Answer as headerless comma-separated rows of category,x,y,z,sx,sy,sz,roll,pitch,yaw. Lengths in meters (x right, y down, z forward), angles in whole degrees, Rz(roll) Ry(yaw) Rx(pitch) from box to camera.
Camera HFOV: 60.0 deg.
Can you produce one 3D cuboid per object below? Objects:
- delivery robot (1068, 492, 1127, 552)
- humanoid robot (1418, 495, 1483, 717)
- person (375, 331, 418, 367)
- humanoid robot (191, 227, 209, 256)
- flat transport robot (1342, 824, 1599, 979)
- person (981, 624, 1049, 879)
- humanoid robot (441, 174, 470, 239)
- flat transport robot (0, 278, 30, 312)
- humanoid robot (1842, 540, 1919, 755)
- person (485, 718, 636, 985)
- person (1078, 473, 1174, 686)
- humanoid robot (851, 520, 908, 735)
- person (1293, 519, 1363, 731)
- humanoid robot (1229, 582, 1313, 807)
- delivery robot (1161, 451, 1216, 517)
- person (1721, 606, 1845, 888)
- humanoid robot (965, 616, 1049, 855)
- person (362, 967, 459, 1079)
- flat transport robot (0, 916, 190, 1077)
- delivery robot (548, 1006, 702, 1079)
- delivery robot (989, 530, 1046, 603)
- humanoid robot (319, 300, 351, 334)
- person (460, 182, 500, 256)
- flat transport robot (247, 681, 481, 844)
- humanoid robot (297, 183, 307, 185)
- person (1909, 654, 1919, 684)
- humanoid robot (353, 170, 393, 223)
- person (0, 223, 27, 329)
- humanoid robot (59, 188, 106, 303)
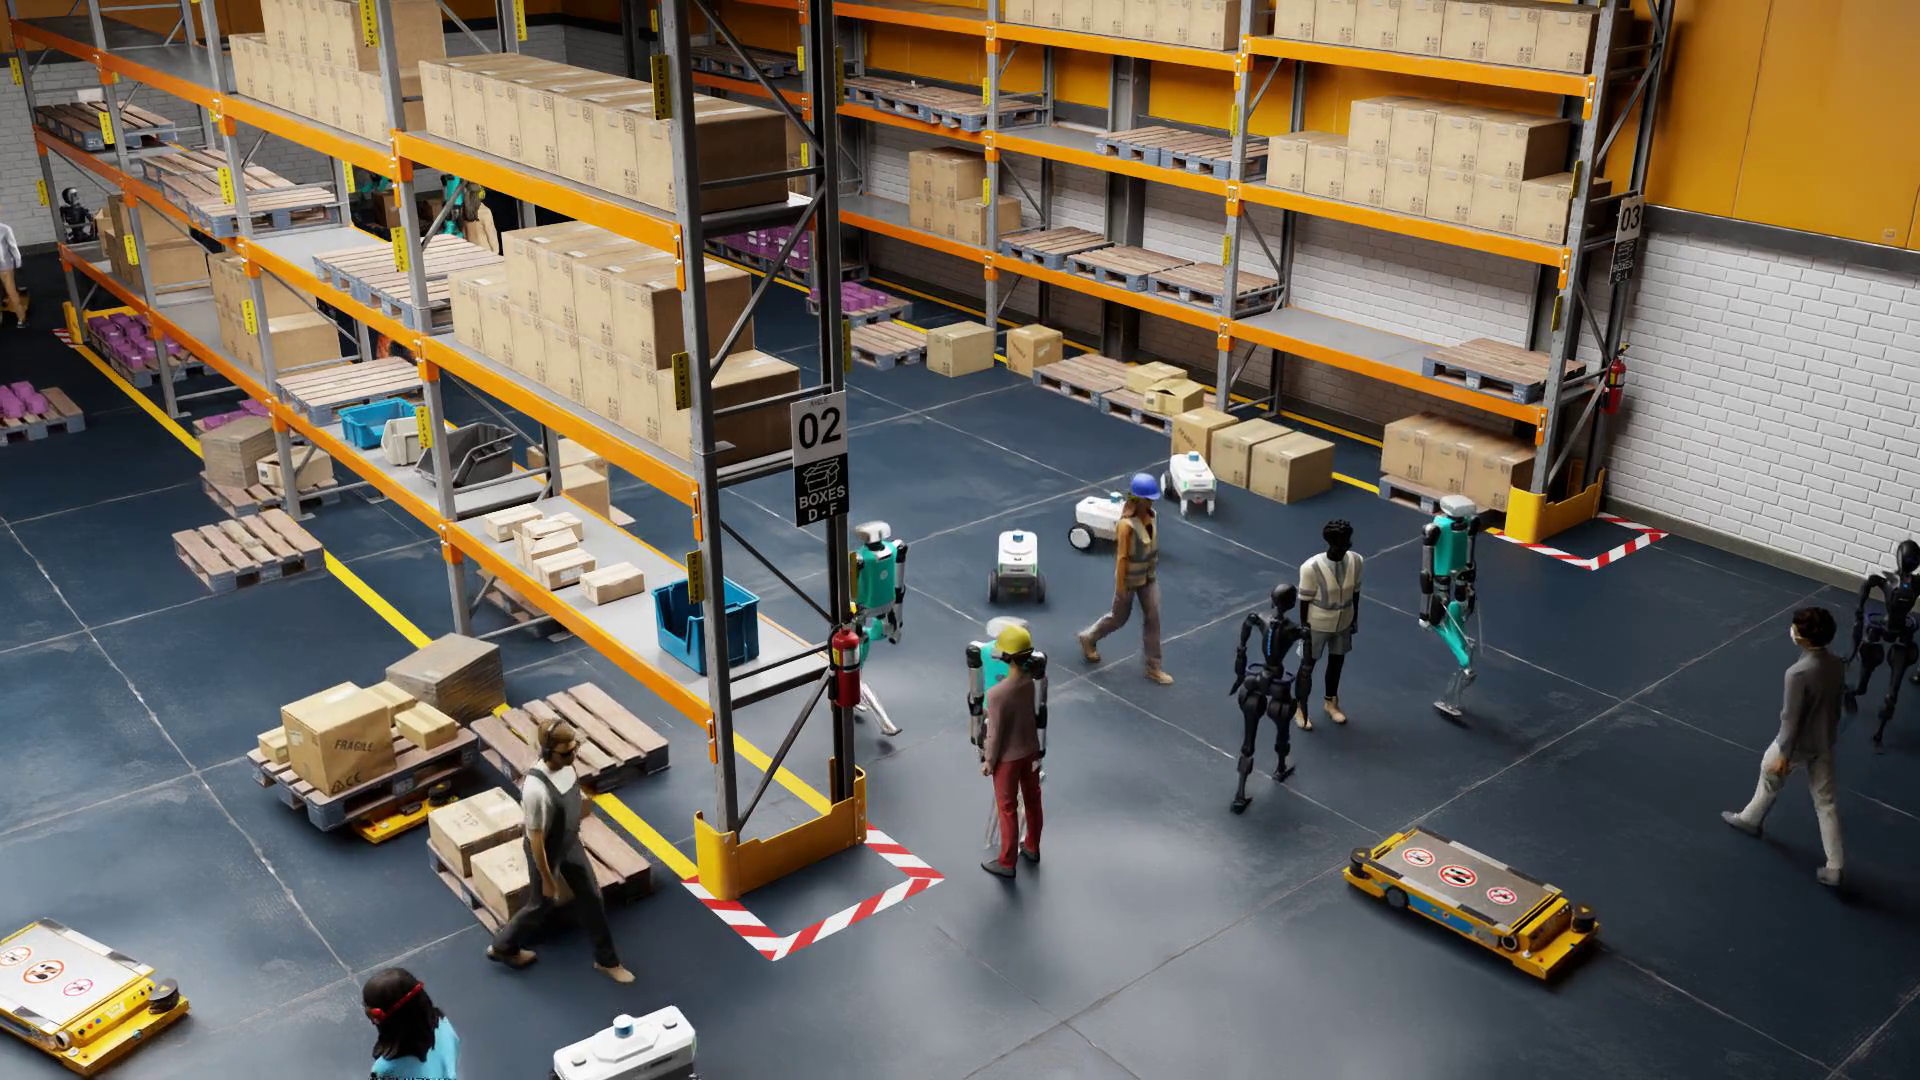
delivery robot,1.442,-0.155,15.648,0.802,0.600,0.499,14,27,30
humanoid robot,3.778,0.587,12.462,0.542,1.803,0.788,-13,27,-28
person,-6.826,-2.654,19.956,0.936,1.718,0.503,6,24,14
humanoid robot,-10.830,-4.079,23.263,0.865,1.771,0.531,-2,23,-5
flat transport robot,3.198,2.235,10.467,0.659,0.231,1.431,-21,31,-39
person,0.347,1.340,10.651,0.523,1.768,0.306,-21,31,-40
humanoid robot,-7.550,-4.572,24.482,0.548,1.846,0.793,14,27,29
flat transport robot,-13.844,-3.292,23.265,1.431,0.231,0.659,-10,25,-22
humanoid robot,6.860,0.711,12.262,0.607,1.628,0.691,7,24,15
person,-2.400,1.793,9.590,0.879,1.805,0.522,8,25,18
person,1.335,0.265,13.167,0.817,1.751,0.473,20,31,39
humanoid robot,-0.737,0.616,12.352,0.550,1.735,1.004,-19,29,-36
person,2.744,0.618,12.418,0.535,1.690,0.318,-8,25,-18
humanoid robot,2.135,1.036,11.544,0.603,1.631,0.790,14,27,30
delivery robot,2.324,-0.592,16.679,0.499,0.614,0.808,-2,23,-4
person,5.480,1.282,10.696,0.598,1.840,1.026,-8,25,-18
humanoid robot,0.373,1.273,10.892,0.546,1.839,0.655,9,25,21
person,-2.365,2.713,7.368,0.471,1.846,0.511,9,25,20
flat transport robot,-5.211,2.606,9.609,1.431,0.231,0.659,13,26,27
delivery robot,-1.782,2.804,8.813,0.815,0.614,0.499,-15,27,-31
delivery robot,0.513,0.226,14.778,0.499,0.610,0.788,1,23,2
humanoid robot,-8.494,-3.571,22.204,0.779,1.629,0.609,10,25,23
person,-6.559,-3.961,22.794,0.555,1.877,0.406,12,26,25
flat transport robot,-4.217,1.686,11.740,1.431,0.231,0.659,20,30,38
humanoid robot,-9.371,-4.340,23.963,0.729,1.625,0.589,-3,24,-8
person,7.801,0.266,12.946,0.546,1.924,0.382,14,27,29
humanoid robot,-10.053,-6.226,28.220,0.935,1.770,0.545,8,25,18
person,-12.933,-3.676,22.303,0.603,1.739,0.387,-6,24,-14
humanoid robot,-12.415,-4.157,23.488,0.591,1.643,0.349,4,24,10
